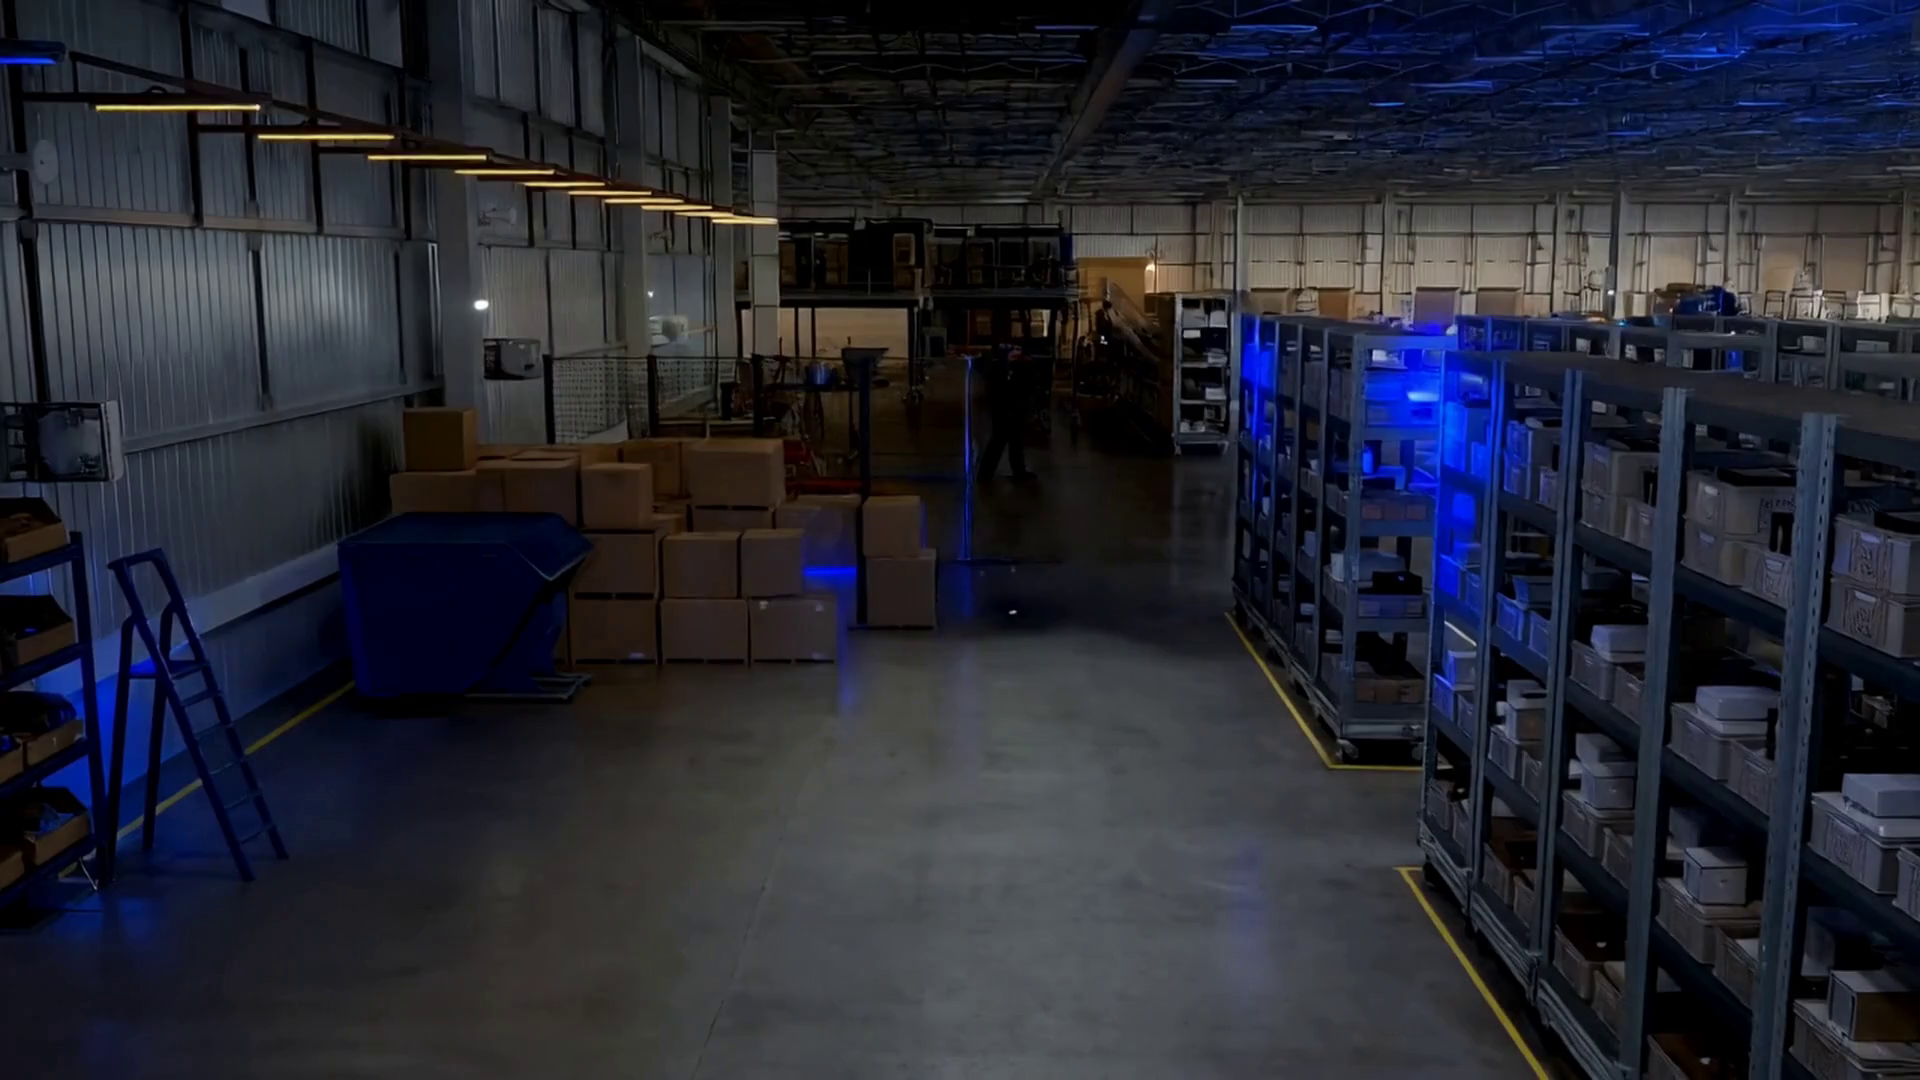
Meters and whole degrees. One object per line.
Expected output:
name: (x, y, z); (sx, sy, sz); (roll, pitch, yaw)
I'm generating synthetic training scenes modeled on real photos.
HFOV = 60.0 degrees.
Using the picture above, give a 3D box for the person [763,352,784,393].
person: (-4.936, -3.935, 43.619); (0.618, 1.990, 0.988); (-5, 11, -30)

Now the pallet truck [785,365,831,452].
pallet truck: (-3.774, -2.976, 37.635); (1.885, 1.965, 0.823); (1, 9, 5)

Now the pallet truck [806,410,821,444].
pallet truck: (-3.559, -2.018, 33.905); (1.522, 1.261, 0.704); (0, 9, -1)

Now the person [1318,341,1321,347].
person: (14.287, -7.386, 65.074); (0.541, 1.930, 0.388); (-1, 9, -4)

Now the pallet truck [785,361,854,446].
pallet truck: (-3.410, -3.193, 38.978); (1.885, 1.965, 0.823); (0, 9, -1)

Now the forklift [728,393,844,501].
forklift: (-2.979, -1.316, 26.476); (2.680, 1.987, 1.157); (0, 9, 1)

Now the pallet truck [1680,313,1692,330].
pallet truck: (36.315, -10.531, 84.244); (0.823, 1.965, 1.885); (-6, 11, -33)

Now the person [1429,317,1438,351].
person: (22.181, -9.489, 78.025); (0.536, 1.929, 0.646); (0, 9, -1)

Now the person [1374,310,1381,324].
person: (23.324, -11.943, 93.192); (0.751, 1.928, 0.618); (6, 11, 33)

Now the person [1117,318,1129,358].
person: (7.661, -9.468, 78.039); (0.576, 1.883, 0.354); (3, 10, 19)

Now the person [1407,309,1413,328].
person: (25.586, -12.173, 94.623); (0.395, 1.918, 0.591); (5, 11, 30)

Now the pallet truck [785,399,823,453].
pallet truck: (-3.814, -2.432, 36.419); (1.630, 1.274, 0.653); (0, 9, 1)

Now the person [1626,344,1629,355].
person: (23.807, -6.496, 59.573); (0.888, 1.939, 0.614); (0, 9, 1)

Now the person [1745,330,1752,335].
person: (33.237, -8.182, 70.067); (0.713, 1.900, 0.595); (3, 10, 16)

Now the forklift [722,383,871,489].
forklift: (-2.893, -1.687, 28.729); (2.680, 1.987, 1.157); (0, 9, -1)

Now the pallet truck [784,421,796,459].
pallet truck: (-4.013, -1.793, 32.705); (1.601, 1.201, 0.680); (0, 9, 1)

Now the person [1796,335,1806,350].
person: (30.731, -6.681, 60.909); (0.312, 1.862, 0.535); (-2, 9, -11)

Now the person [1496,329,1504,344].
person: (26.758, -10.123, 82.329); (0.654, 1.794, 0.927); (-8, 12, -39)
